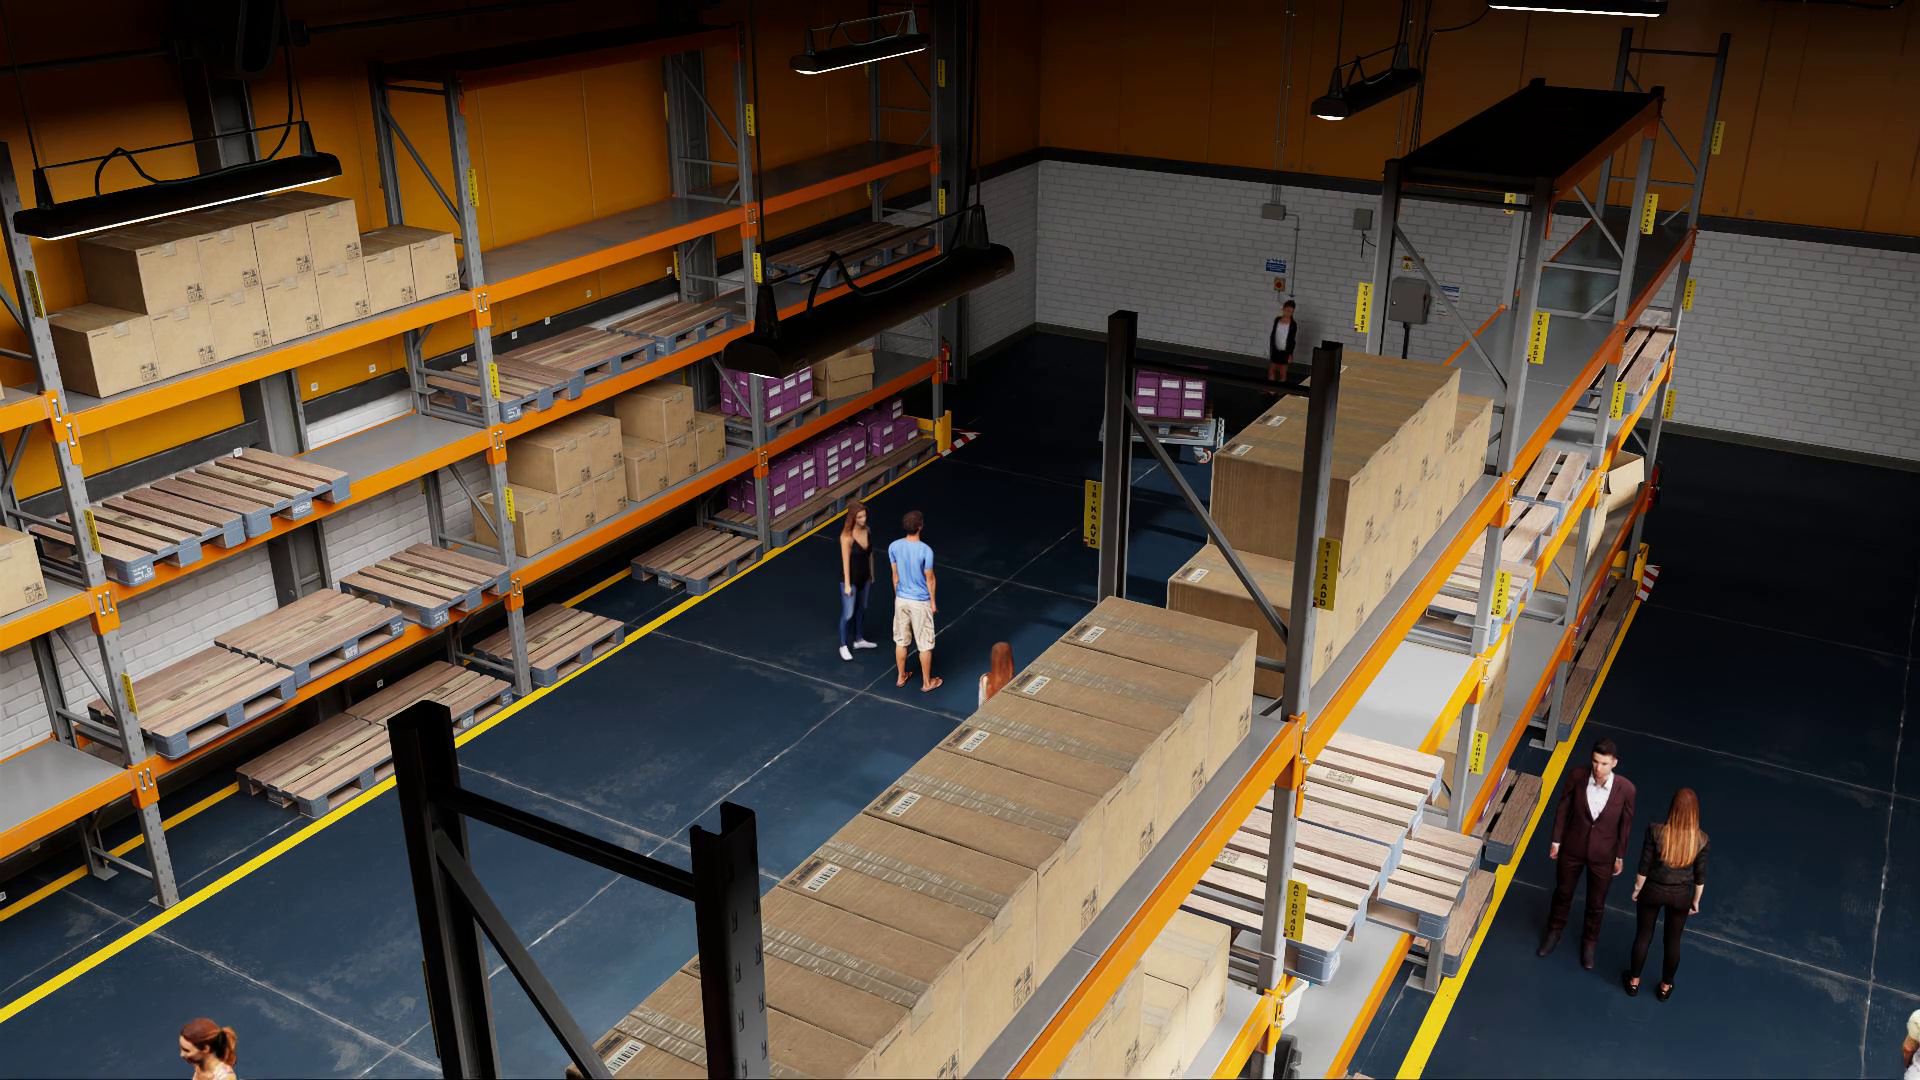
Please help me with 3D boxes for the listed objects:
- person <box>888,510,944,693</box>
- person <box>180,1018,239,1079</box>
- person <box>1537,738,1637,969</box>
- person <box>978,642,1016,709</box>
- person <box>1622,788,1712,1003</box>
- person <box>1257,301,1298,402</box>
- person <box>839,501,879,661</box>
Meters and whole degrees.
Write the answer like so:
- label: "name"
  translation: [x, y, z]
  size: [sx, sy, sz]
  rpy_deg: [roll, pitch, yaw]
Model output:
- label: "person"
  translation: [-0.451, 0.588, 16.227]
  size: [0.663, 1.863, 0.576]
  rpy_deg: [11, 26, 24]
- label: "person"
  translation: [-4.152, 3.509, 9.684]
  size: [0.697, 1.752, 1.175]
  rpy_deg: [17, 29, 34]
- label: "person"
  translation: [4.668, 2.287, 12.339]
  size: [0.690, 1.864, 0.573]
  rpy_deg: [12, 26, 25]
- label: "person"
  translation: [0.279, 1.701, 13.915]
  size: [0.611, 1.676, 0.990]
  rpy_deg: [14, 27, 29]
- label: "person"
  translation: [5.070, 2.541, 11.947]
  size: [0.644, 1.712, 0.579]
  rpy_deg: [8, 25, 18]
- label: "person"
  translation: [4.699, -2.781, 24.353]
  size: [0.614, 1.528, 0.727]
  rpy_deg: [-20, 30, -38]
- label: "person"
  translation: [-1.067, 0.386, 16.876]
  size: [0.696, 1.714, 0.536]
  rpy_deg: [18, 29, 35]
